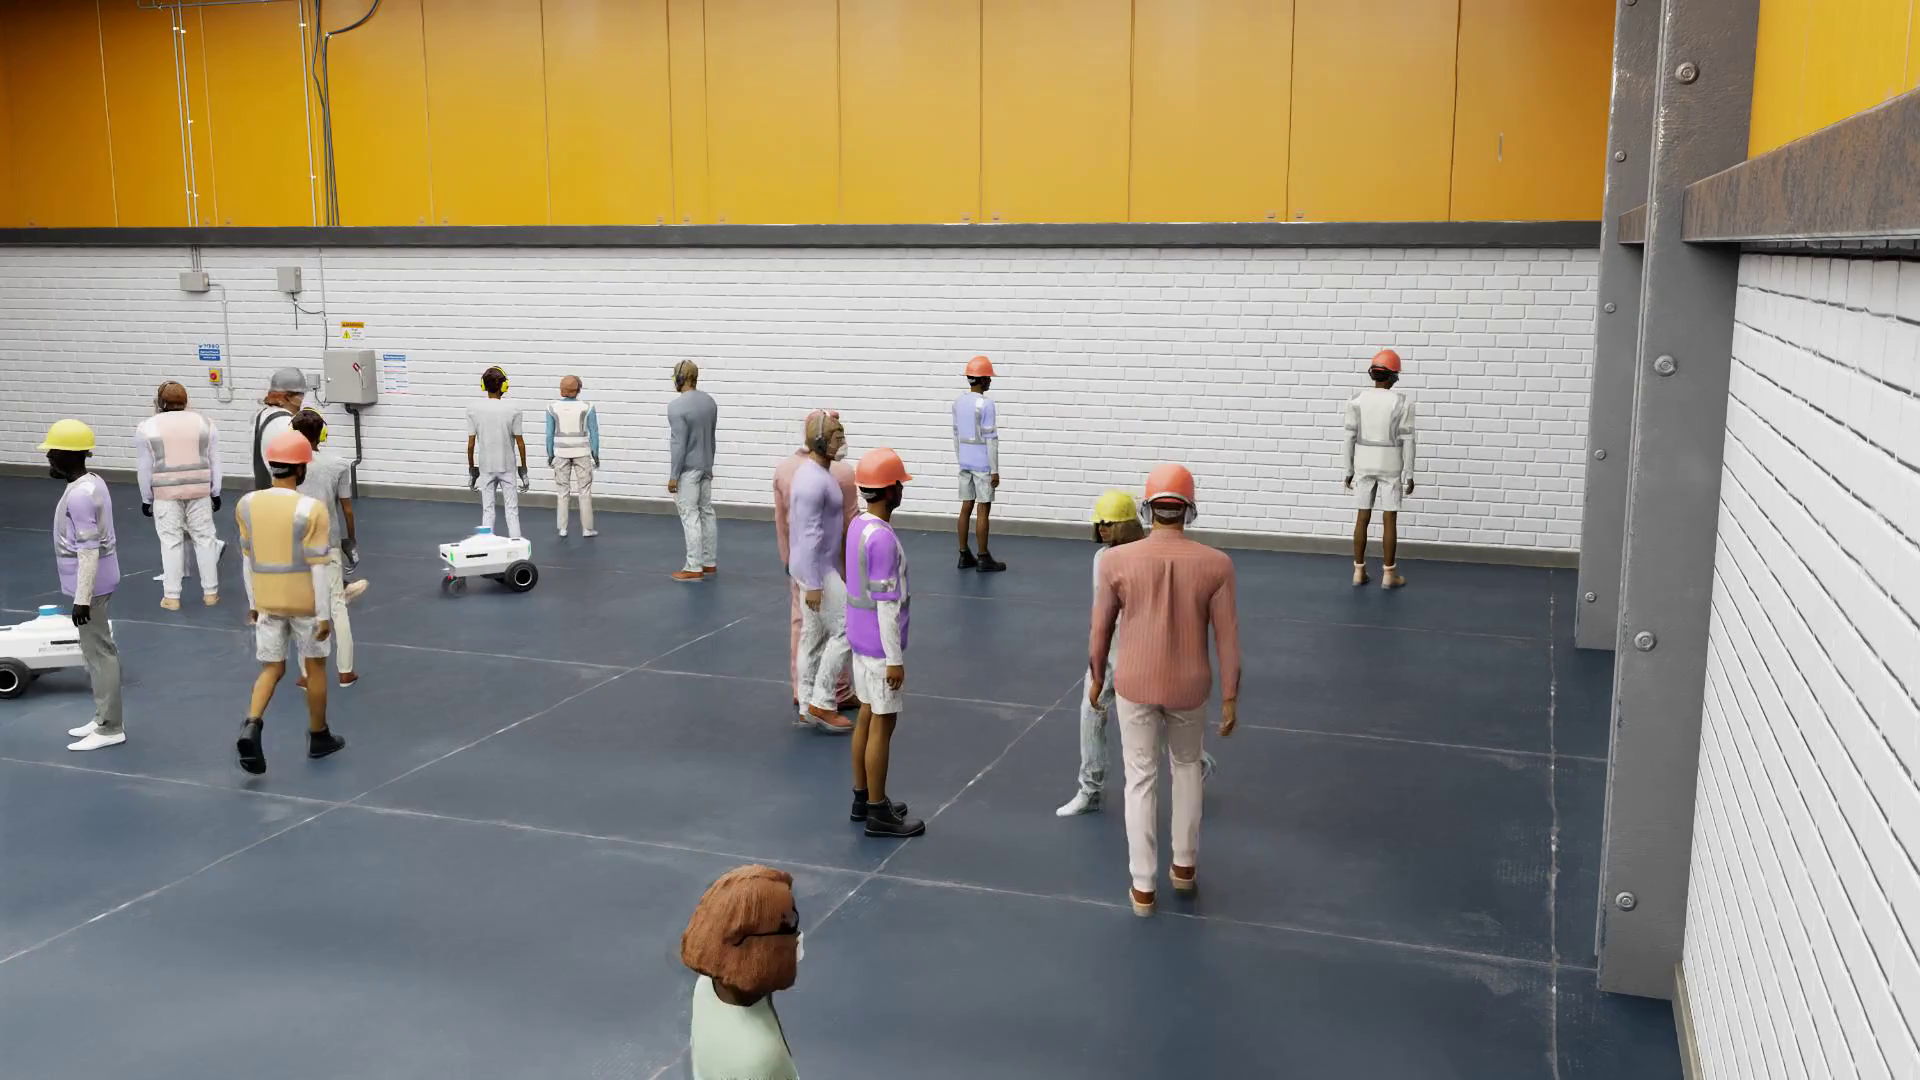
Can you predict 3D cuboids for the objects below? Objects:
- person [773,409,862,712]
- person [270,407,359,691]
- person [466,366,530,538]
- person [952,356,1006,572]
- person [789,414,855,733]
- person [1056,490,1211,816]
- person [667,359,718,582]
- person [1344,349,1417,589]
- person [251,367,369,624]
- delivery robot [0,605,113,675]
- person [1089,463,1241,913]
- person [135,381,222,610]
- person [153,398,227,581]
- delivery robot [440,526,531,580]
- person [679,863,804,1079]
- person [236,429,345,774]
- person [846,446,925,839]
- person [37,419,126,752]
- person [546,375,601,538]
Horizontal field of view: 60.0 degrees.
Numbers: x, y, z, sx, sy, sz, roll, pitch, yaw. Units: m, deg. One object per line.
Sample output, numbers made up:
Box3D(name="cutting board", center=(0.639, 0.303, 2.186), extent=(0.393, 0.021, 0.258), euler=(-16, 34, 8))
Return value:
Box3D(name="person", center=(-0.853, 0.128, 10.492), extent=(0.637, 1.904, 0.403), euler=(7, 12, 34))
Box3D(name="person", center=(-4.253, 0.060, 10.965), extent=(0.539, 1.869, 0.313), euler=(-5, 11, -26))
Box3D(name="person", center=(-4.062, -0.592, 14.638), extent=(0.532, 1.869, 0.311), euler=(-1, 10, -5))
Box3D(name="person", center=(0.169, -0.679, 14.935), extent=(0.356, 1.938, 0.543), euler=(-8, 13, -40))
Box3D(name="person", center=(-0.767, 0.211, 9.946), extent=(0.515, 1.925, 0.654), euler=(0, 10, -2))
Box3D(name="person", center=(0.924, 0.572, 8.568), extent=(0.826, 1.711, 0.496), euler=(-6, 12, -30))
Box3D(name="person", center=(-2.336, -0.602, 14.500), extent=(0.352, 1.937, 0.635), euler=(4, 11, 24))
Box3D(name="person", center=(3.602, -0.610, 14.249), extent=(0.614, 2.040, 0.390), euler=(6, 12, 32))
Box3D(name="person", center=(-5.156, -0.389, 13.011), extent=(1.040, 2.000, 0.688), euler=(-8, 13, -38))
Box3D(name="delivery robot", center=(-5.985, 0.672, 10.952), extent=(0.707, 0.478, 0.477), euler=(-3, 10, -17))
Box3D(name="person", center=(0.899, 0.638, 7.424), extent=(0.652, 1.966, 0.657), euler=(0, 10, 2))
Box3D(name="person", center=(-6.285, -0.363, 13.419), extent=(0.628, 1.846, 0.429), euler=(-7, 12, -36))
Box3D(name="person", center=(-6.805, -0.462, 14.571), extent=(0.542, 1.621, 0.517), euler=(-5, 11, -27))
Box3D(name="delivery robot", center=(-4.005, 0.124, 14.043), extent=(0.707, 0.478, 0.477), euler=(-6, 12, -31))
Box3D(name="person", center=(-0.450, 1.488, 3.629), extent=(0.379, 1.622, 0.504), euler=(-2, 10, -12))
Box3D(name="person", center=(-3.757, 0.348, 9.239), extent=(0.558, 1.915, 0.757), euler=(1, 10, 8))
Box3D(name="person", center=(-0.385, 0.503, 8.261), extent=(0.340, 1.941, 0.551), euler=(-3, 11, -18))
Box3D(name="person", center=(-5.094, 0.257, 9.686), extent=(0.364, 1.930, 0.588), euler=(-5, 11, -25))
Box3D(name="person", center=(-3.876, -0.830, 16.670), extent=(0.556, 1.634, 0.381), euler=(0, 10, -3))
